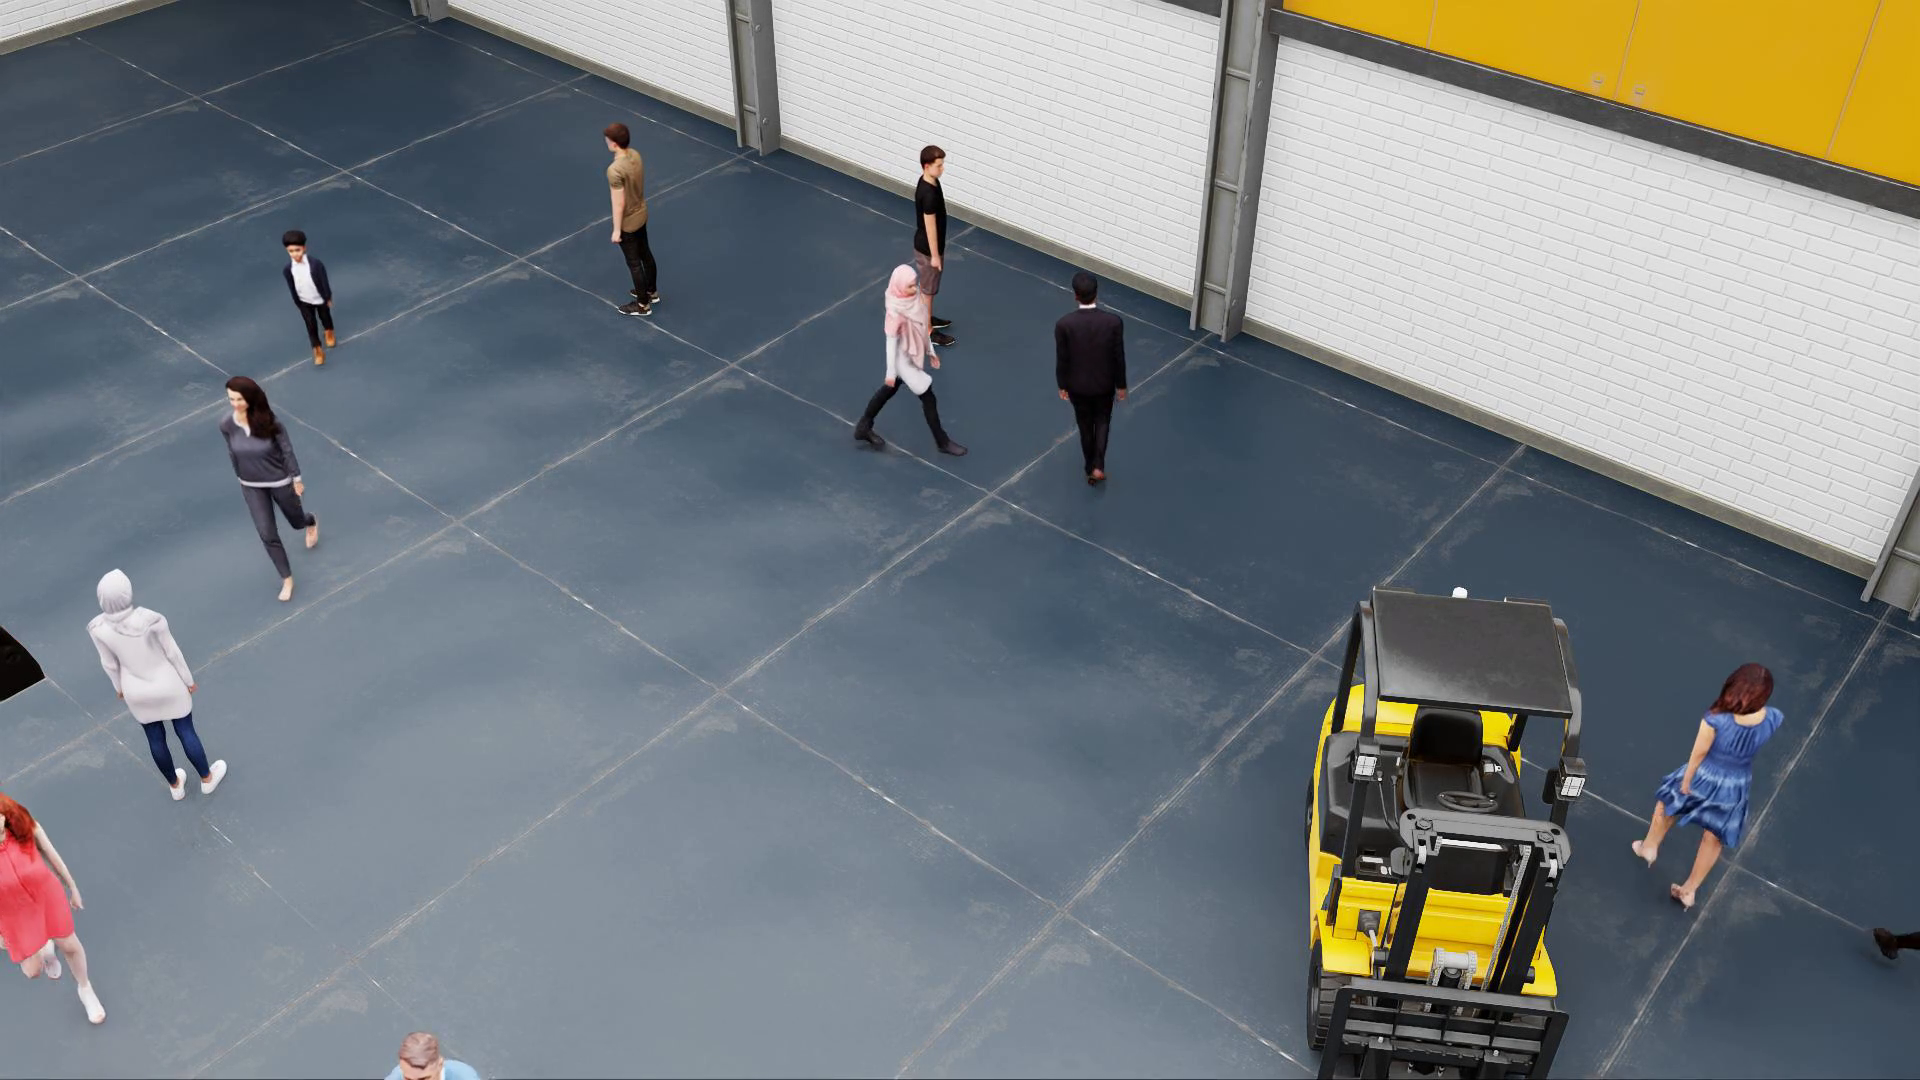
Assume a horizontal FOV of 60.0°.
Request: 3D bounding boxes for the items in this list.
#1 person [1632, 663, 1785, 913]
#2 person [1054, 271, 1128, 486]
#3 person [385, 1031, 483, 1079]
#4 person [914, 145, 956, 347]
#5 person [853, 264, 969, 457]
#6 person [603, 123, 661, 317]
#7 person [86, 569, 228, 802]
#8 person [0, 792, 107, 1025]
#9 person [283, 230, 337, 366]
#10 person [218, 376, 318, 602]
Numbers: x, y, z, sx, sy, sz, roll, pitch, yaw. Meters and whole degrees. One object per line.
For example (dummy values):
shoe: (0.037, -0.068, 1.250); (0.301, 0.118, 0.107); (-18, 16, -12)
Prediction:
person: (4.405, 1.511, 9.650); (0.896, 1.783, 0.942); (0, 39, 0)
person: (1.004, -1.164, 12.940); (0.900, 1.857, 0.971); (4, 39, 5)
person: (-2.405, 2.838, 7.973); (0.793, 1.802, 0.865); (-1, 39, -1)
person: (-0.277, -2.638, 14.782); (0.819, 1.861, 0.771); (-1, 39, -2)
person: (-0.527, -1.424, 13.357); (1.291, 1.744, 1.008); (9, 40, 11)
person: (-3.000, -2.931, 15.158); (0.720, 1.852, 0.741); (10, 40, 12)
person: (-5.047, 0.920, 10.396); (0.701, 1.775, 0.741); (-7, 39, -8)
person: (-5.077, 1.963, 9.061); (0.692, 1.813, 0.823); (-26, 45, -29)
person: (-5.750, -2.207, 14.775); (0.784, 1.197, 0.904); (-9, 39, -11)
person: (-5.030, -0.463, 12.154); (1.031, 1.743, 1.116); (-5, 39, -6)
